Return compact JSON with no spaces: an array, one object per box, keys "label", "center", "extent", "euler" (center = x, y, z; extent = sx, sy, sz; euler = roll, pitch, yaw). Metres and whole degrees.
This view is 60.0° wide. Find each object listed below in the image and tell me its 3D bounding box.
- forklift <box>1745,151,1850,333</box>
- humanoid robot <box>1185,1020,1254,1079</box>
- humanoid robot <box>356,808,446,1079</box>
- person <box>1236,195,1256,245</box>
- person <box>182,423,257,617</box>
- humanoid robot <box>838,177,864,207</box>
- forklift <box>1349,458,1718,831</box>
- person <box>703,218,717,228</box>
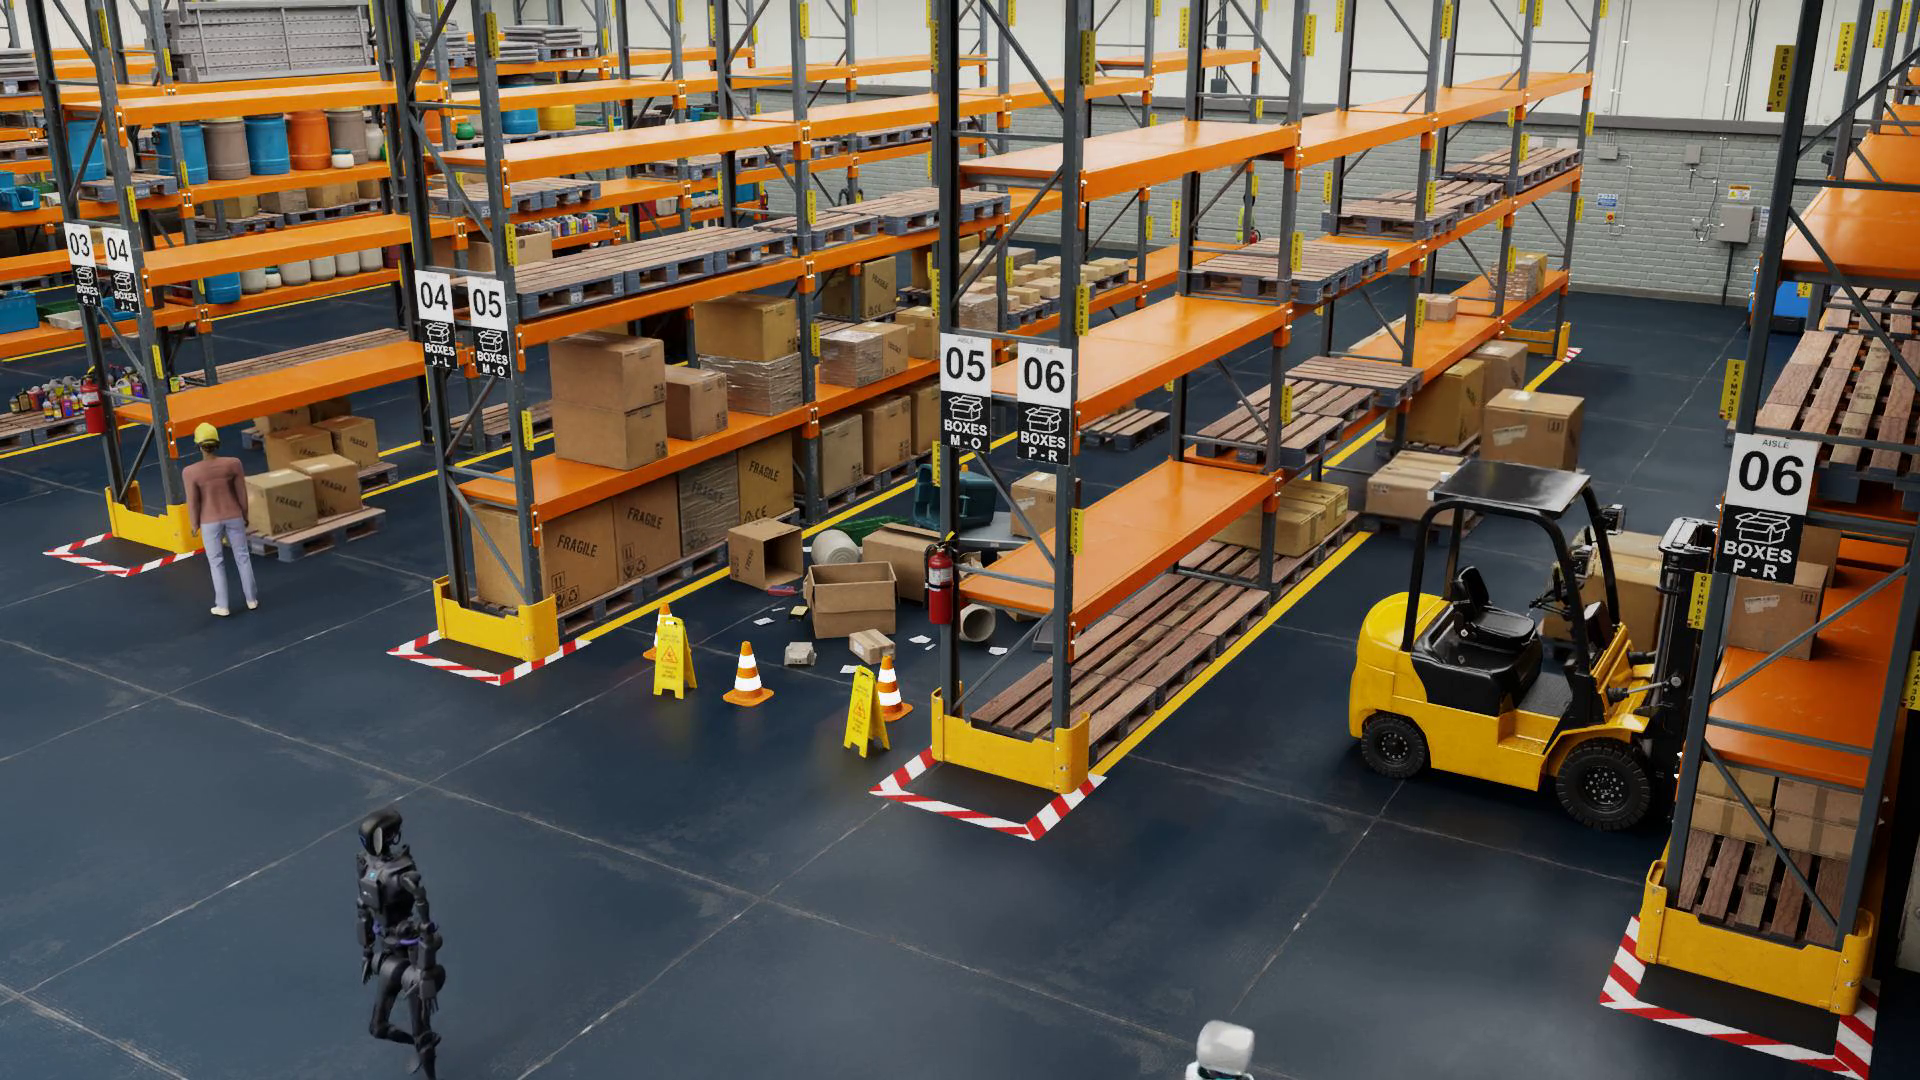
[{"label":"forklift","center":[13.620,-4.667,26.137],"extent":[1.873,2.768,1.129],"euler":[11,22,29]},{"label":"humanoid robot","center":[1.262,2.741,6.529],"extent":[0.811,1.821,0.537],"euler":[3,19,10]},{"label":"humanoid robot","center":[-2.783,2.101,8.396],"extent":[0.585,1.647,0.406],"euler":[12,22,31]},{"label":"person","center":[5.213,-5.507,30.365],"extent":[0.324,1.686,0.539],"euler":[-2,19,-6]},{"label":"person","center":[-6.606,-0.181,14.844],"extent":[0.523,1.769,0.317],"euler":[-15,24,-37]},{"label":"humanoid robot","center":[-2.162,-6.425,33.027],"extent":[0.593,1.647,0.436],"euler":[-9,21,-25]},{"label":"forklift","center":[3.988,0.658,11.776],"extent":[2.313,2.155,1.214],"euler":[11,22,29]},{"label":"person","center":[-5.241,-7.061,34.862],"extent":[0.492,1.688,0.348],"euler":[-6,20,-17]}]
